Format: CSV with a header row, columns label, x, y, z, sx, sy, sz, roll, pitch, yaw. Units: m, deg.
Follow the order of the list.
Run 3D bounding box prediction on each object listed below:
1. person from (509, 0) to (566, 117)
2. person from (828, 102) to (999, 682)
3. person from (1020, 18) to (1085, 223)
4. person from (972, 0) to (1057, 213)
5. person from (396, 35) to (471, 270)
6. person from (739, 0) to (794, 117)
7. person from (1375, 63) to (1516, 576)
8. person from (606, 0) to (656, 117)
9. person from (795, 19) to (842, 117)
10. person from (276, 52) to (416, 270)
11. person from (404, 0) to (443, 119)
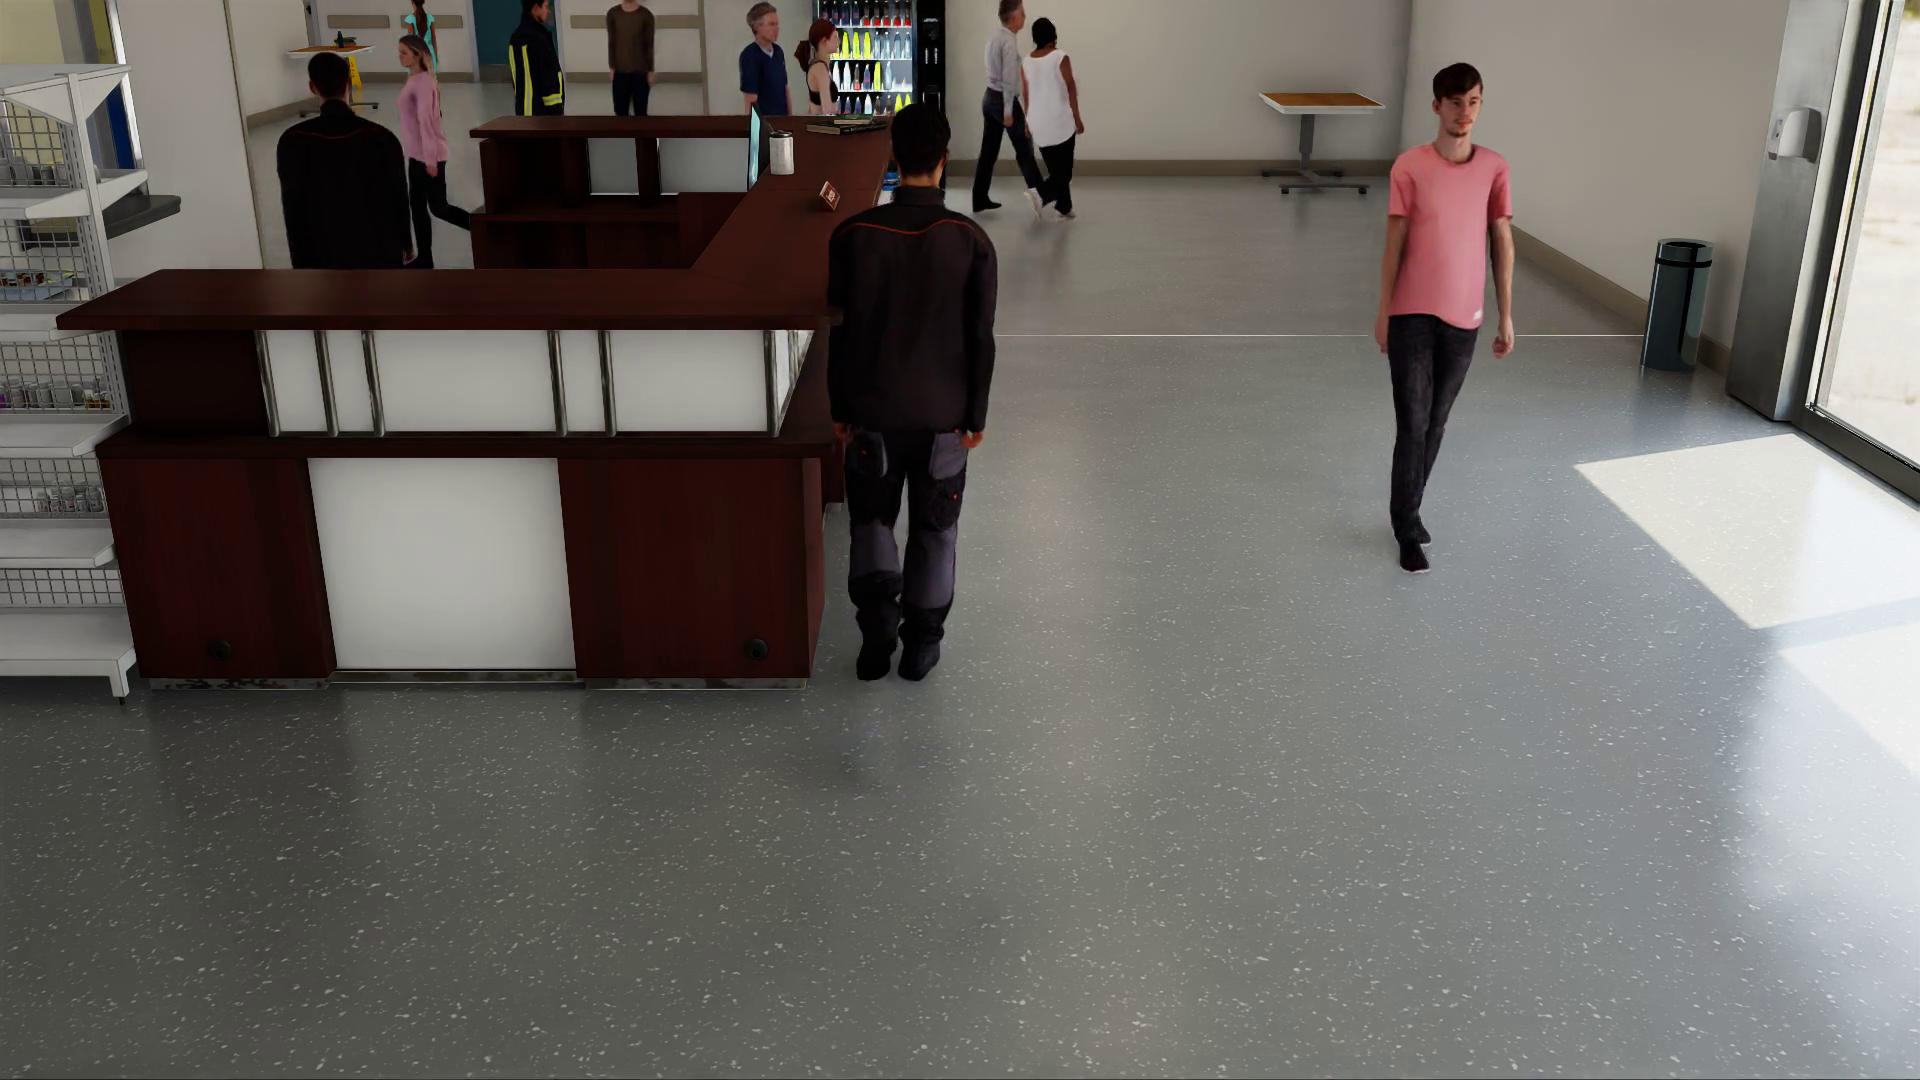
label,x,y,z,sx,sy,sz,roll,pitch,yaw
person,-3.458,-3.533,13.625,0.912,1.924,0.888,-15,26,-35
person,-0.176,-0.399,5.341,0.810,1.932,0.776,1,21,2
person,0.735,-3.423,13.715,1.038,1.655,0.958,-12,24,-29
person,0.301,-3.696,14.249,1.180,1.788,0.960,-8,22,-21
person,-3.704,-2.731,11.876,1.091,1.664,0.864,-8,22,-20
person,-1.453,-2.999,12.365,1.082,1.818,0.923,9,22,22
person,1.876,-0.899,6.655,0.910,1.935,0.753,-3,21,-7
person,-3.345,-4.797,17.031,0.620,1.875,0.706,1,21,2
person,-1.069,-2.736,11.800,1.291,1.727,0.707,-3,21,-8
person,-2.745,-1.206,7.551,1.021,1.875,0.882,-4,21,-10
person,-6.789,-6.141,21.027,0.641,1.558,0.708,-17,27,-38
